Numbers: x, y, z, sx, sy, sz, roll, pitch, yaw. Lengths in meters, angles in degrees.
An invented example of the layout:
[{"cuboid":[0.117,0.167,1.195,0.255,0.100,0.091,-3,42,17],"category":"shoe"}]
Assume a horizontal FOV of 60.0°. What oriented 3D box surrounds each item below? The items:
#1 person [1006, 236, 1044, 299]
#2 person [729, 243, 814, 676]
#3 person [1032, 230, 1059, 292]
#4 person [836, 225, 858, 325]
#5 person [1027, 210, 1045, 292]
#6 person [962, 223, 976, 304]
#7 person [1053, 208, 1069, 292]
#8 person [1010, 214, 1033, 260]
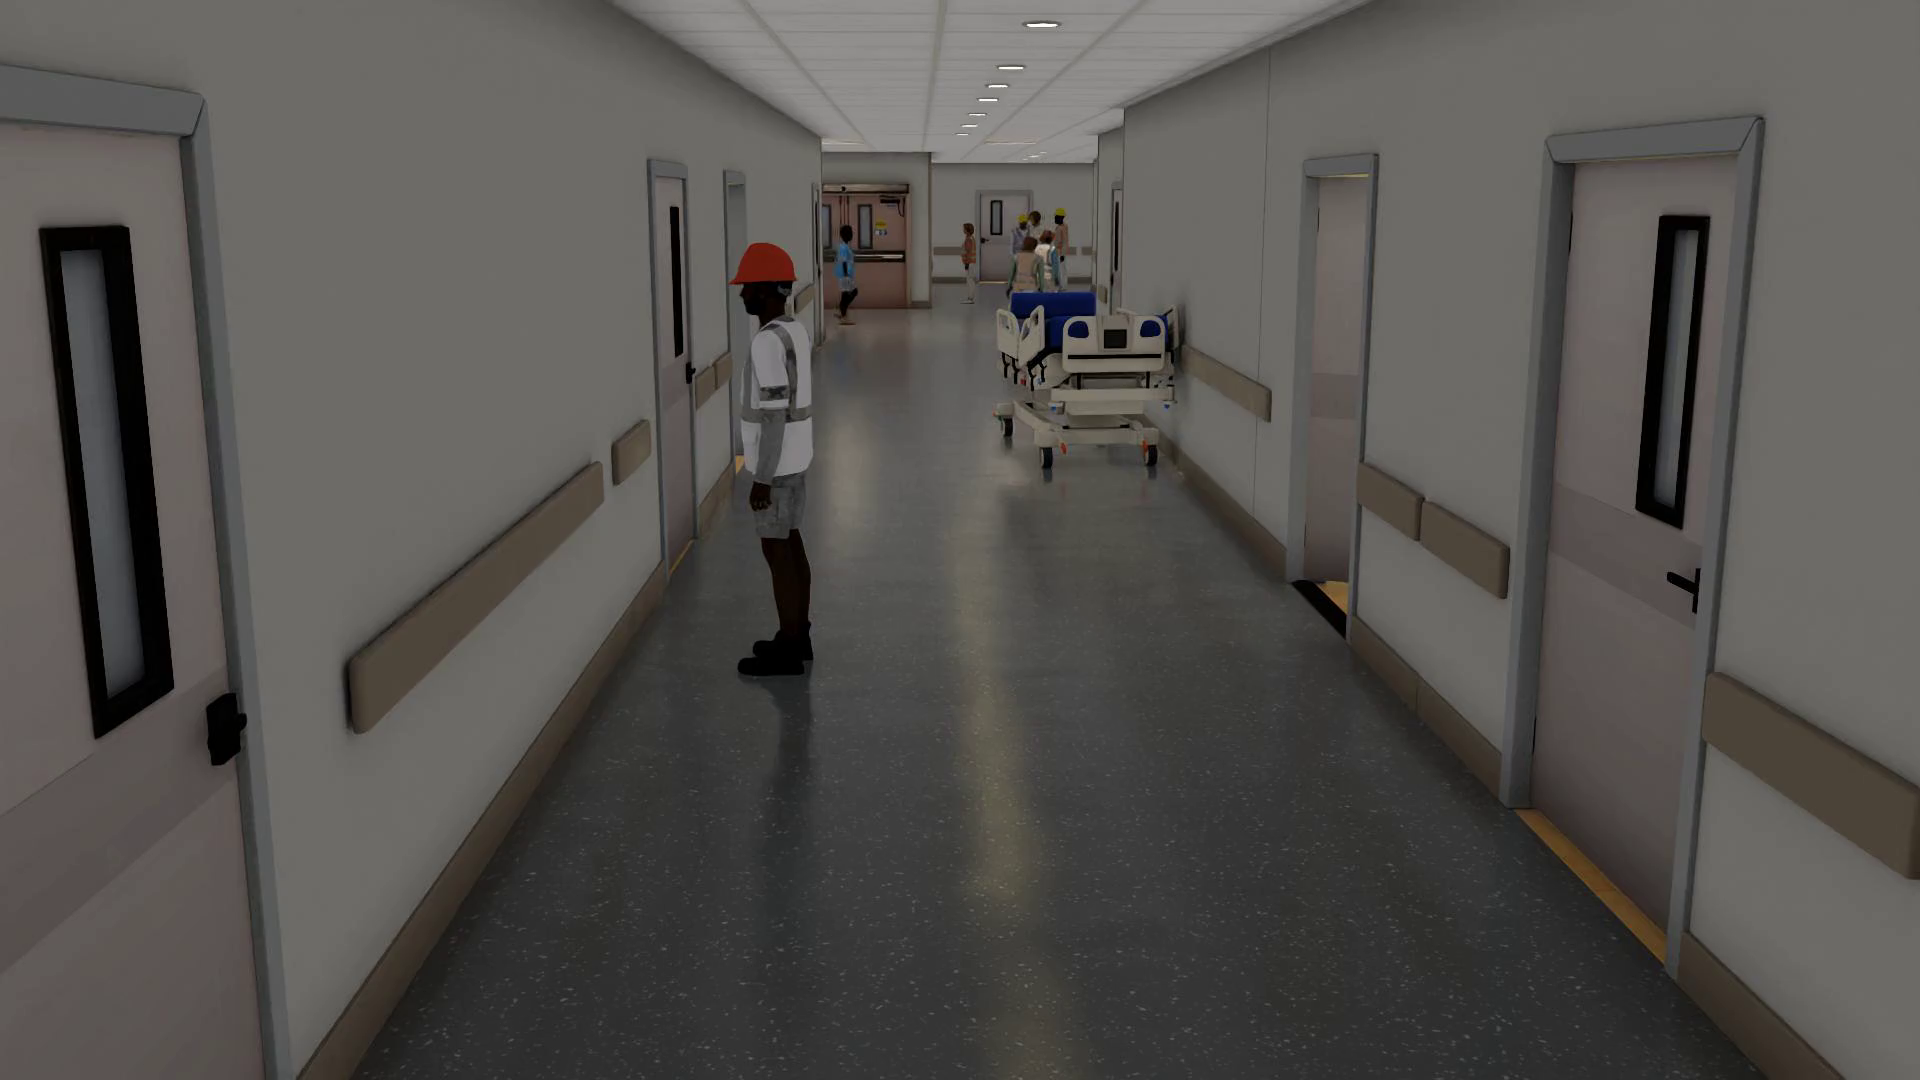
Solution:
[{"cuboid":[0.949,-3.716,24.713,0.542,1.589,0.842,5,13,23],"category":"person"},{"cuboid":[-0.848,-0.354,7.479,0.360,1.936,0.552,2,12,8],"category":"person"},{"cuboid":[1.409,-4.384,27.896,0.584,1.605,0.556,7,14,31],"category":"person"},{"cuboid":[-1.920,-4.494,28.243,0.368,1.686,0.551,0,12,2],"category":"person"},{"cuboid":[1.357,-5.033,30.309,0.453,1.918,0.650,-1,12,-4],"category":"person"},{"cuboid":[0.185,-5.662,34.066,0.308,1.641,0.515,1,12,4],"category":"person"},{"cuboid":[2.195,-6.309,36.506,0.362,1.930,0.588,-3,12,-13],"category":"person"},{"cuboid":[1.435,-6.533,37.928,0.589,1.804,0.855,-2,12,-10],"category":"person"}]
